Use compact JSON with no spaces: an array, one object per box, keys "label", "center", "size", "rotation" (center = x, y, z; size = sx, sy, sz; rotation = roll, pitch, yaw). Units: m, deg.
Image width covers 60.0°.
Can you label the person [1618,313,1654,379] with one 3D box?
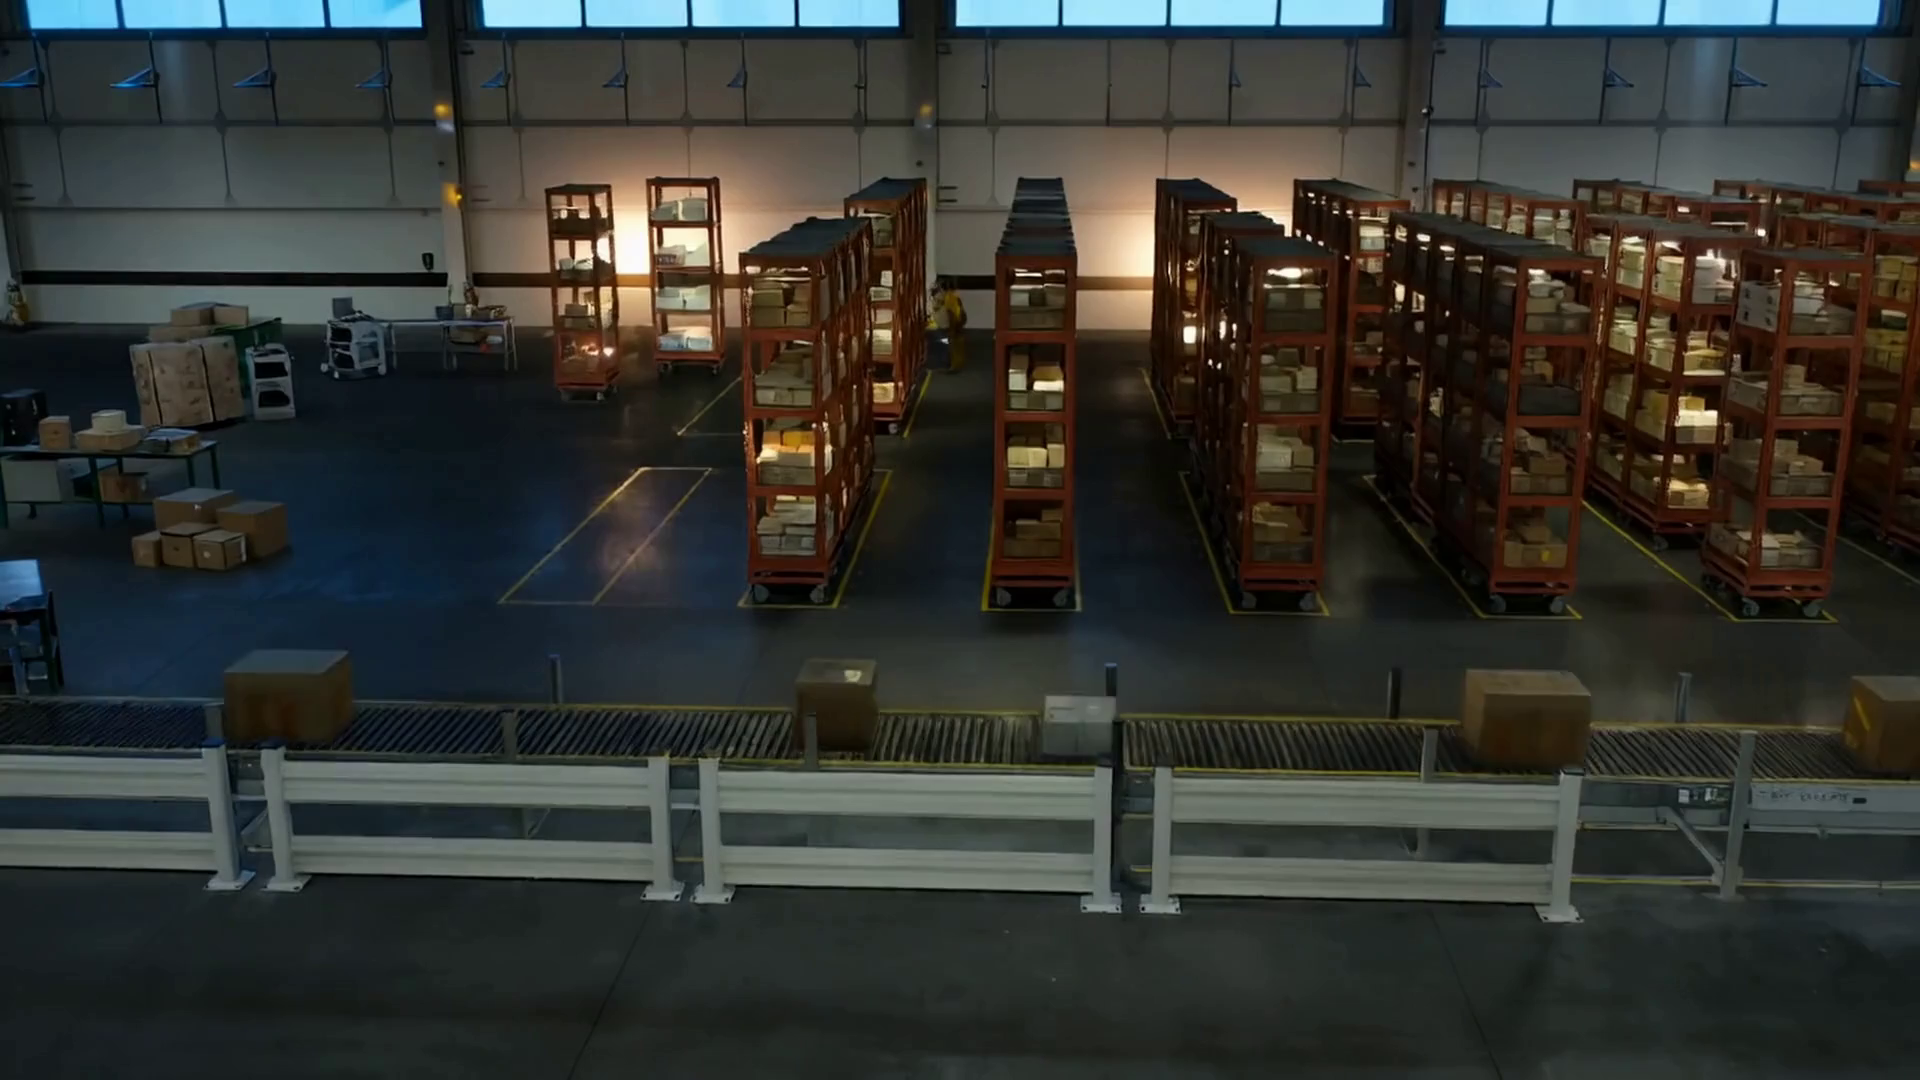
[{"label":"person","center":[10.182,-2.507,25.117],"size":[0.618,1.977,0.658],"rotation":[-2,15,-6]}]

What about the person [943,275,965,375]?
[{"label":"person","center":[-0.102,-3.989,30.859],"size":[0.396,1.839,0.564],"rotation":[-1,15,-5]}]
